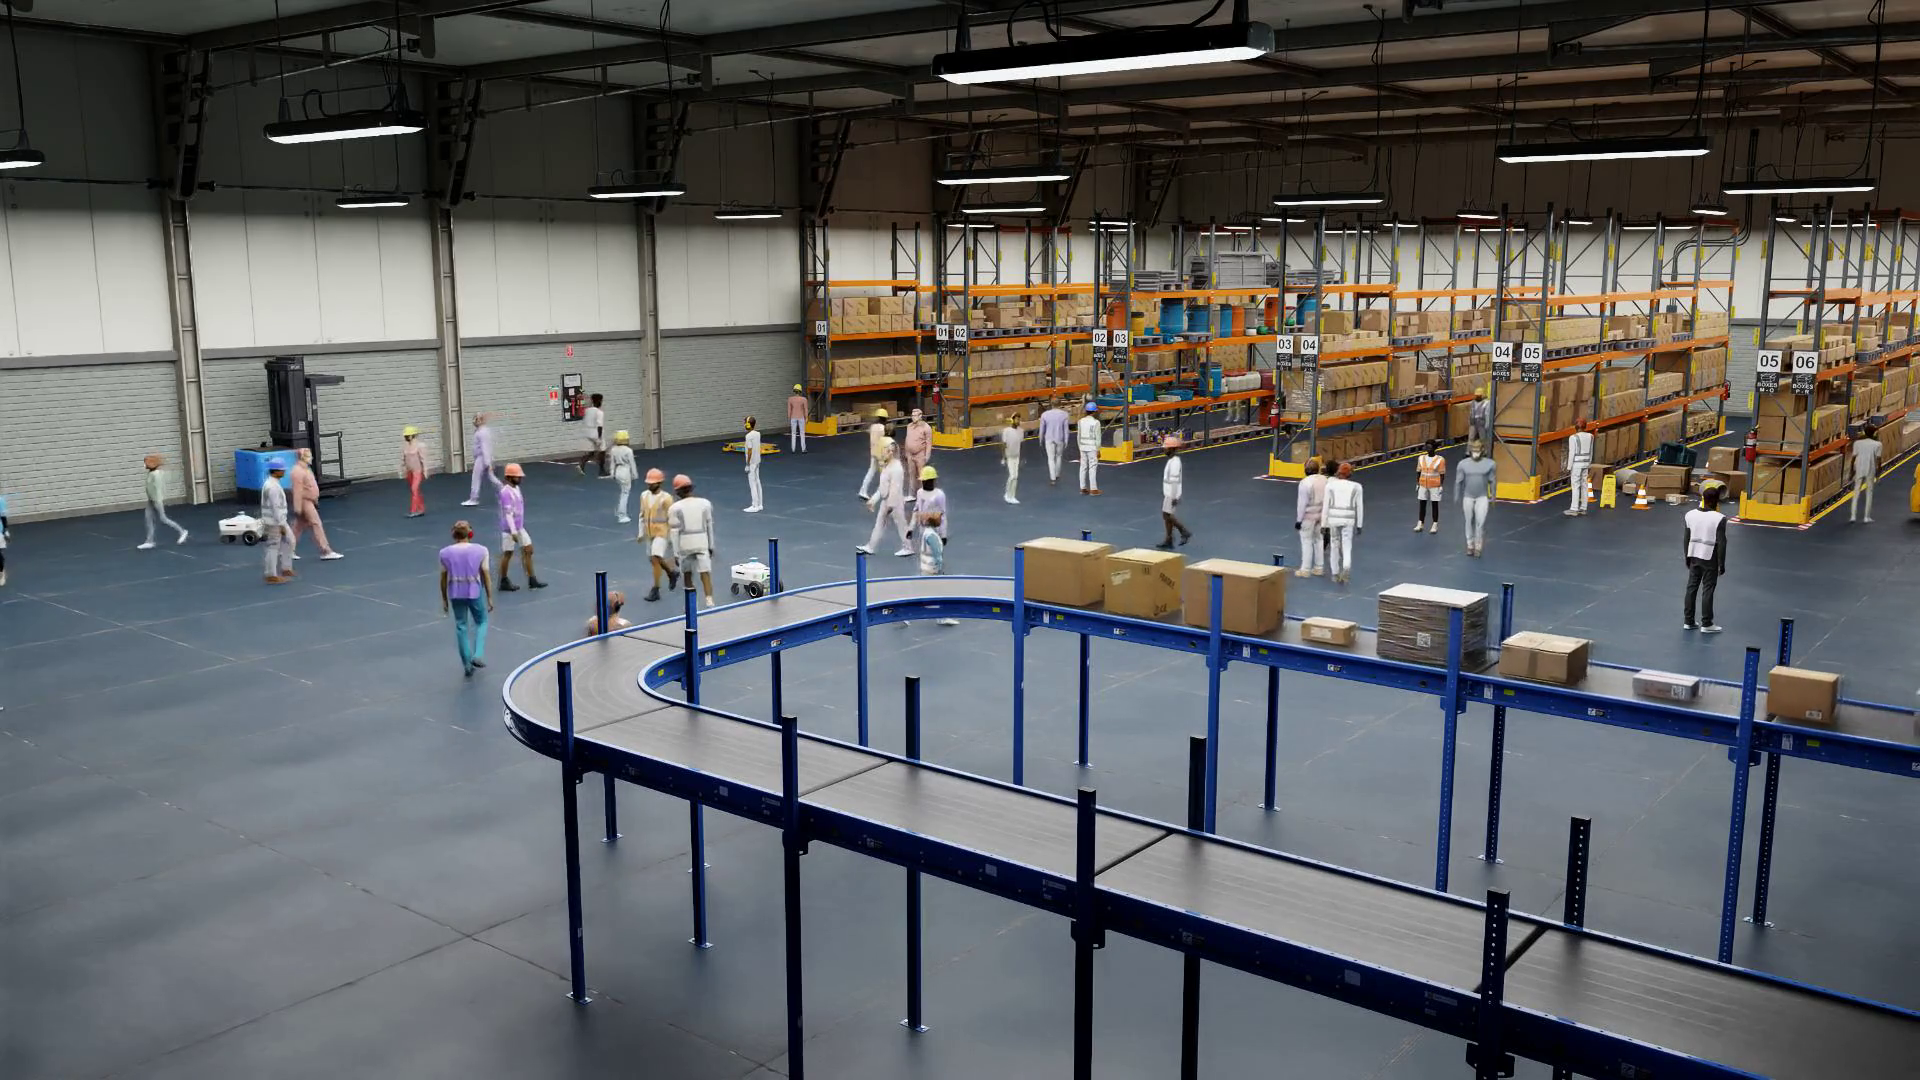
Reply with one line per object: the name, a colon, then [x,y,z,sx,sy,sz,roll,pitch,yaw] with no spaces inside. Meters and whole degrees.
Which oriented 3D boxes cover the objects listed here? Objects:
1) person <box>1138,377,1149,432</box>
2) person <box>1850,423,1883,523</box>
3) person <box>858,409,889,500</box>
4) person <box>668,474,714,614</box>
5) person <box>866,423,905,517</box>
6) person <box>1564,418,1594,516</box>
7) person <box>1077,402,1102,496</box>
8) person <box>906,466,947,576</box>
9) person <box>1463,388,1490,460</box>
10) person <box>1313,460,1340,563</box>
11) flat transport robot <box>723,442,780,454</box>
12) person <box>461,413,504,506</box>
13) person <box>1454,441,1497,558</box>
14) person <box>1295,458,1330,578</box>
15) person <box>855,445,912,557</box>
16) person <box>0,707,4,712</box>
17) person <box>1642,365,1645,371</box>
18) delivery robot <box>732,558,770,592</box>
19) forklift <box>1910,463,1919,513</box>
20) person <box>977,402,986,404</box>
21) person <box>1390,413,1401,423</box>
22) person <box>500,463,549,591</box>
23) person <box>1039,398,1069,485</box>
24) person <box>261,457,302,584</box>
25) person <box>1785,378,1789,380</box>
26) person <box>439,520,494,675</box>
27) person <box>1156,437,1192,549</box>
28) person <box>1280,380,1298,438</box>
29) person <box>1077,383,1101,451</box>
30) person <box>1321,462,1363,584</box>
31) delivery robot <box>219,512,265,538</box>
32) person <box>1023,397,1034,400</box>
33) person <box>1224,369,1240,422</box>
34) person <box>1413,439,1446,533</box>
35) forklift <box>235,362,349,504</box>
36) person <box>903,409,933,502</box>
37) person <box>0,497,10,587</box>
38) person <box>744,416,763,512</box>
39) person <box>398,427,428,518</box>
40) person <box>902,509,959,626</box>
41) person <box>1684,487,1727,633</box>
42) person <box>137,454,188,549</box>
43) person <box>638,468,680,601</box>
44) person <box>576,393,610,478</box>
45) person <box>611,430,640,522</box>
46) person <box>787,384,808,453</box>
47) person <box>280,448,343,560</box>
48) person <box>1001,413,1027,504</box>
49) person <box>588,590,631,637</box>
person: [5.191,-3.803,44.270,0.502,1.633,0.279,8,13,39]
person: [16.945,-1.253,29.253,0.529,1.869,0.314,8,13,40]
person: [-1.688,-1.765,32.151,1.009,1.876,0.585,-9,14,-42]
person: [-3.613,0.110,21.257,0.652,1.991,0.913,-4,11,-23]
person: [-1.403,-1.335,29.848,0.675,1.819,0.636,-5,11,-28]
person: [11.922,-1.415,30.132,0.575,1.882,0.361,-4,11,-22]
person: [2.716,-1.910,32.732,0.403,1.948,0.605,-9,14,-42]
person: [-0.489,-0.153,23.045,0.960,1.877,0.600,-7,12,-34]
person: [12.768,-2.854,38.522,0.950,1.781,0.615,-10,14,-44]
person: [6.013,-0.473,25.478,0.537,1.650,0.871,-4,11,-22]
flat transport robot: [-5.364,-2.375,40.186,1.431,0.197,0.652,8,13,37]
person: [-9.519,-1.630,31.375,0.938,1.874,0.661,-3,10,-15]
person: [8.472,-0.659,25.783,0.664,1.906,0.853,4,11,22]
person: [5.440,-0.350,24.251,0.633,1.842,0.429,-7,12,-36]
person: [-1.229,-0.638,25.807,0.960,1.855,0.673,-3,11,-18]
person: [-10.800,1.112,16.677,0.813,1.608,0.505,-3,11,-17]
person: [19.962,-4.142,45.301,0.898,1.950,0.618,-8,13,-39]
delivery robot: [-3.017,0.503,22.928,0.707,0.478,0.477,8,13,37]
forklift: [19.034,-1.348,28.998,2.313,2.155,1.214,8,13,37]
person: [0.723,-4.404,47.181,0.711,1.808,0.597,-9,14,-42]
person: [11.925,-3.709,42.725,0.622,1.985,1.031,7,12,34]
person: [-6.480,-0.179,23.104,0.859,1.901,0.563,1,10,8]
person: [2.071,-2.195,34.506,0.651,1.882,1.029,0,10,0]
person: [-10.264,-0.294,23.682,0.658,1.923,0.652,-4,11,-19]
person: [23.967,-4.053,45.160,0.611,1.815,0.491,-6,12,-32]
person: [-5.828,0.673,18.510,0.607,1.828,0.497,-1,10,-8]
person: [3.622,-0.796,26.541,0.499,1.918,0.560,0,10,-1]
person: [9.151,-3.787,43.154,0.696,2.000,0.710,4,11,20]
person: [3.317,-3.111,39.942,0.506,1.791,0.985,8,13,36]
person: [5.779,-0.254,23.692,0.608,1.857,0.788,3,11,17]
delivery robot: [-12.461,-0.249,27.160,0.707,0.478,0.477,0,10,2]
person: [2.063,-4.363,46.569,0.377,1.936,0.549,-5,11,-26]
person: [8.327,-4.402,47.676,0.670,1.608,0.523,-10,14,-44]
person: [8.471,-0.978,28.189,0.537,1.696,0.321,8,13,39]
forklift: [-13.803,-2.244,32.110,1.129,2.768,1.873,8,13,37]
person: [-0.874,-1.706,31.696,0.636,1.911,0.406,8,13,37]
person: [-14.469,-0.097,23.264,0.557,1.678,0.404,-3,10,-16]
person: [-4.060,-1.487,30.586,0.309,1.864,0.535,3,11,19]
person: [-10.473,-1.281,29.788,0.546,1.734,0.795,4,11,22]
person: [-0.439,0.369,20.869,0.776,1.604,0.503,1,10,6]
person: [9.823,0.254,20.650,0.393,1.915,0.591,-6,12,-29]
person: [-13.707,-0.680,26.774,0.735,1.610,0.504,-10,14,-44]
person: [-4.359,-0.114,22.746,0.555,1.912,0.823,6,12,31]
person: [-8.259,-2.345,35.196,0.621,1.940,0.703,8,13,38]
person: [-6.272,-1.202,29.379,0.490,1.727,0.530,7,12,34]
person: [-4.133,-3.092,39.898,0.534,1.767,0.318,1,10,3]
person: [-10.686,-0.584,25.536,0.985,1.862,0.661,-3,10,-14]
person: [1.083,-1.646,31.525,0.552,1.849,0.439,-7,12,-34]
person: [-3.463,1.303,15.573,0.524,1.624,0.374,3,11,17]
